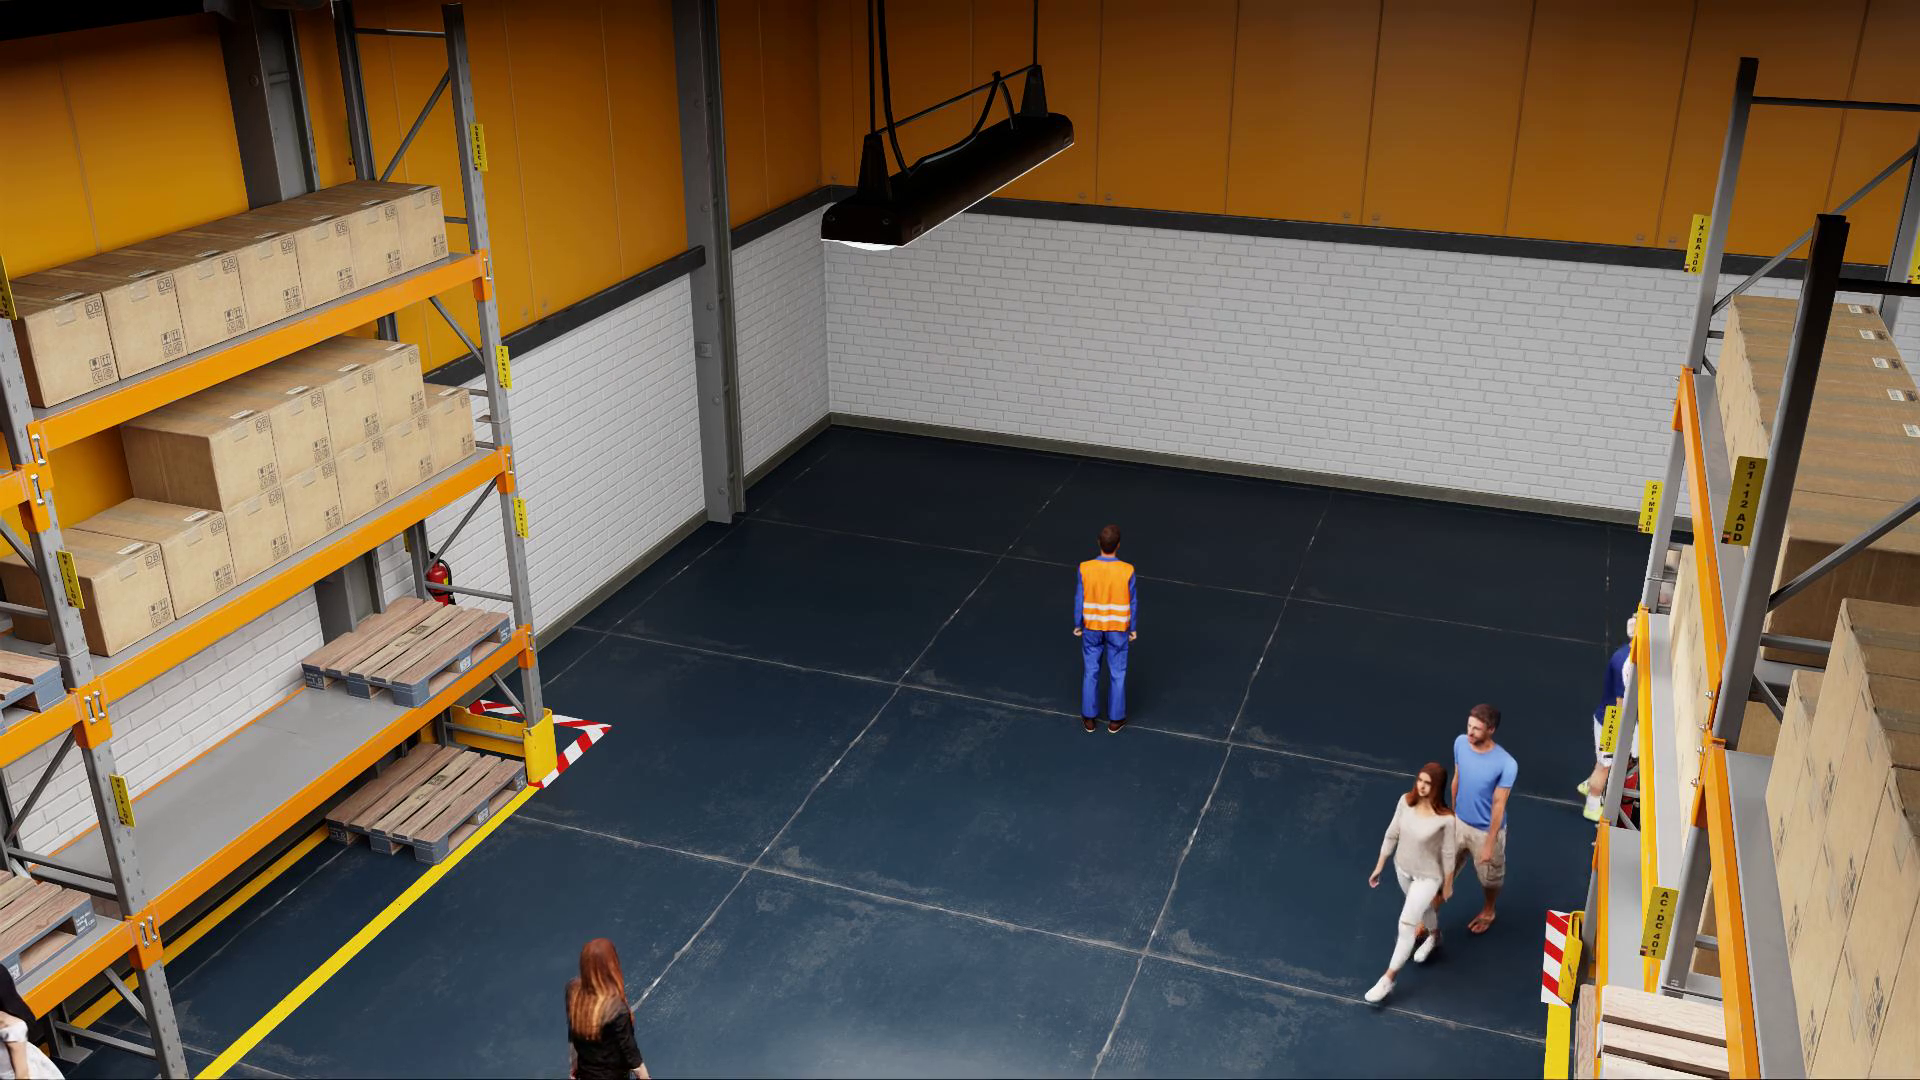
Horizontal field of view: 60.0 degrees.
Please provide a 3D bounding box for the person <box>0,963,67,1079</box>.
[{"bbox_3d":[-4.995,2.978,8.898,0.798,1.769,0.775,-19,30,-36],"label":"person"}]

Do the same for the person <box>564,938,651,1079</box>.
[{"bbox_3d":[-2.009,2.951,9.055,0.789,1.694,0.932,18,30,36],"label":"person"}]

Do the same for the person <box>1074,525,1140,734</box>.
[{"bbox_3d":[1.220,0.739,13.901,0.730,1.864,0.660,4,24,9],"label":"person"}]

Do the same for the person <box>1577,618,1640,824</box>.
[{"bbox_3d":[4.893,1.338,12.590,0.795,1.818,0.715,16,28,32],"label":"person"}]

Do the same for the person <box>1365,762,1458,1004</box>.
[{"bbox_3d":[3.053,2.158,10.905,1.181,1.664,0.990,-17,29,-34],"label":"person"}]

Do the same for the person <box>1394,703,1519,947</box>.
[{"bbox_3d":[3.560,1.914,11.269,1.276,1.820,1.042,-19,30,-37],"label":"person"}]
